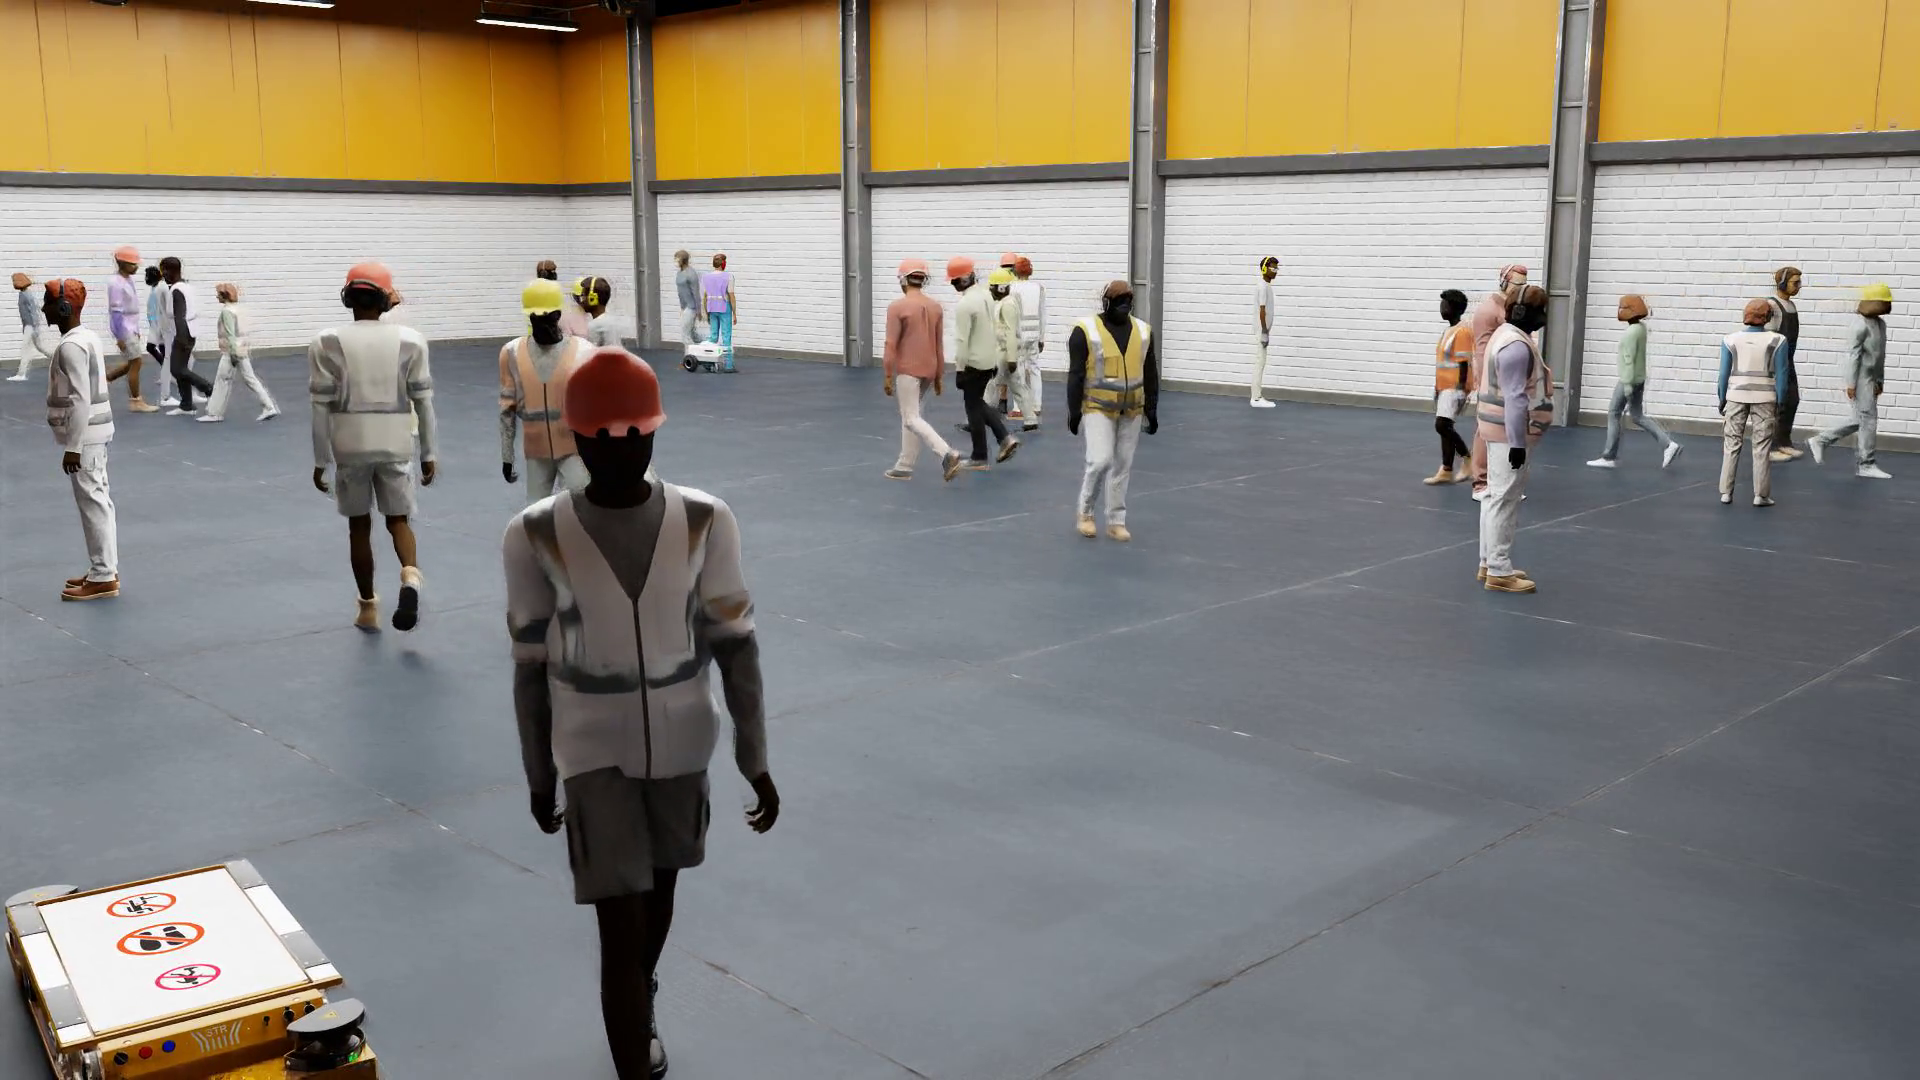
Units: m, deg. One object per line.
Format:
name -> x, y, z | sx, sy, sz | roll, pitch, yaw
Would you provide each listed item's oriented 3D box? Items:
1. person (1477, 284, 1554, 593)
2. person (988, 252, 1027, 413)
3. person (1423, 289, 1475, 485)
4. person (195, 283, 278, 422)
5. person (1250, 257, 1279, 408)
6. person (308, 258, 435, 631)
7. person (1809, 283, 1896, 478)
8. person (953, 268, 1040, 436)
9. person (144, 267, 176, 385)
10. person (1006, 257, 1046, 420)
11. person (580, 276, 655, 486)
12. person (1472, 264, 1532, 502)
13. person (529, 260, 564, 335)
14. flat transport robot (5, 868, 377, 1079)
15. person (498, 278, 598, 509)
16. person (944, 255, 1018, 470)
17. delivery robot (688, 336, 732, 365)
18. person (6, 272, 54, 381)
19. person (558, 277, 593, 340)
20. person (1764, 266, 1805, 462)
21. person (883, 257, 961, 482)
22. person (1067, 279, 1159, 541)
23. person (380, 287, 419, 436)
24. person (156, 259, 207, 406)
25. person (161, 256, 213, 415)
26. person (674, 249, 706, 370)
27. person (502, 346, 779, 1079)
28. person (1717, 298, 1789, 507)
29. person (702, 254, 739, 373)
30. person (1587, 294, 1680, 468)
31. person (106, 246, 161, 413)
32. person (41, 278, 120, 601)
person -> 3.349, -0.615, 10.049 | 0.429, 1.840, 0.627 | 2, 11, 12
person -> 0.596, -2.483, 19.986 | 0.547, 1.930, 0.384 | -2, 11, -11
person -> 4.156, -1.280, 14.095 | 0.363, 1.684, 0.544 | 0, 10, 0
person -> -8.307, -2.144, 19.056 | 0.870, 1.594, 0.534 | -2, 11, -9
person -> 3.804, -2.588, 20.745 | 0.335, 1.864, 0.521 | 2, 11, 11
person -> -3.091, -0.469, 8.791 | 0.631, 2.019, 0.690 | -5, 12, -26
person -> 7.982, -1.431, 14.808 | 0.499, 1.719, 0.701 | -9, 14, -40
person -> 0.424, -1.993, 17.726 | 0.947, 1.779, 0.617 | 0, 10, 0
person -> -11.394, -3.034, 23.639 | 0.384, 1.681, 0.556 | -5, 11, -24
person -> 0.743, -2.328, 19.273 | 0.581, 1.880, 0.339 | -7, 12, -32
person -> -2.696, -1.086, 12.690 | 0.956, 1.822, 0.532 | 0, 10, 1
person -> 4.359, -1.240, 13.295 | 0.639, 1.902, 0.406 | -9, 14, -42
person -> -5.102, -2.561, 20.719 | 0.495, 1.844, 0.631 | 1, 10, 4
flat transport robot -> -2.122, 1.189, 4.488 | 0.652, 0.197, 1.431 | -7, 13, -35
person -> -2.284, -0.534, 9.434 | 0.619, 1.899, 0.661 | 0, 10, 1
person -> 0.154, -1.591, 15.037 | 0.551, 1.960, 0.676 | 5, 12, 27
delivery robot -> -3.893, -2.934, 25.944 | 0.707, 0.478, 0.477 | 7, 13, 34
person -> -13.688, -3.162, 24.620 | 0.835, 1.589, 0.546 | -7, 13, -35
person -> -3.428, -1.537, 15.347 | 0.531, 1.737, 0.733 | -9, 14, -40
person -> 7.779, -1.657, 15.737 | 0.526, 1.840, 0.422 | -7, 13, -35
person -> -0.322, -1.441, 14.262 | 0.898, 1.961, 0.630 | 9, 14, 41
person -> 1.067, -0.894, 11.606 | 0.649, 1.827, 0.434 | -4, 11, -21
person -> -6.085, -1.891, 17.648 | 0.676, 1.610, 0.512 | 1, 10, 4
person -> -9.745, -2.601, 20.836 | 0.709, 1.849, 0.555 | -5, 11, -25
person -> -9.164, -2.411, 19.719 | 0.555, 1.890, 0.600 | -3, 11, -18
person -> -4.220, -3.682, 26.577 | 0.748, 1.917, 0.640 | -5, 12, -27
person -> -0.745, 0.492, 3.889 | 0.568, 1.884, 0.998 | -4, 11, -21
person -> 6.243, -1.079, 13.125 | 0.513, 1.640, 0.309 | 8, 13, 38
person -> -3.722, -3.502, 25.781 | 0.564, 1.842, 0.390 | 4, 11, 22
person -> 6.178, -1.439, 15.164 | 0.718, 1.609, 0.511 | 8, 13, 38
person -> -10.057, -2.503, 19.892 | 0.736, 2.009, 0.671 | -2, 11, -12
person -> -5.178, -0.589, 9.789 | 0.356, 1.883, 0.572 | -4, 11, -20
